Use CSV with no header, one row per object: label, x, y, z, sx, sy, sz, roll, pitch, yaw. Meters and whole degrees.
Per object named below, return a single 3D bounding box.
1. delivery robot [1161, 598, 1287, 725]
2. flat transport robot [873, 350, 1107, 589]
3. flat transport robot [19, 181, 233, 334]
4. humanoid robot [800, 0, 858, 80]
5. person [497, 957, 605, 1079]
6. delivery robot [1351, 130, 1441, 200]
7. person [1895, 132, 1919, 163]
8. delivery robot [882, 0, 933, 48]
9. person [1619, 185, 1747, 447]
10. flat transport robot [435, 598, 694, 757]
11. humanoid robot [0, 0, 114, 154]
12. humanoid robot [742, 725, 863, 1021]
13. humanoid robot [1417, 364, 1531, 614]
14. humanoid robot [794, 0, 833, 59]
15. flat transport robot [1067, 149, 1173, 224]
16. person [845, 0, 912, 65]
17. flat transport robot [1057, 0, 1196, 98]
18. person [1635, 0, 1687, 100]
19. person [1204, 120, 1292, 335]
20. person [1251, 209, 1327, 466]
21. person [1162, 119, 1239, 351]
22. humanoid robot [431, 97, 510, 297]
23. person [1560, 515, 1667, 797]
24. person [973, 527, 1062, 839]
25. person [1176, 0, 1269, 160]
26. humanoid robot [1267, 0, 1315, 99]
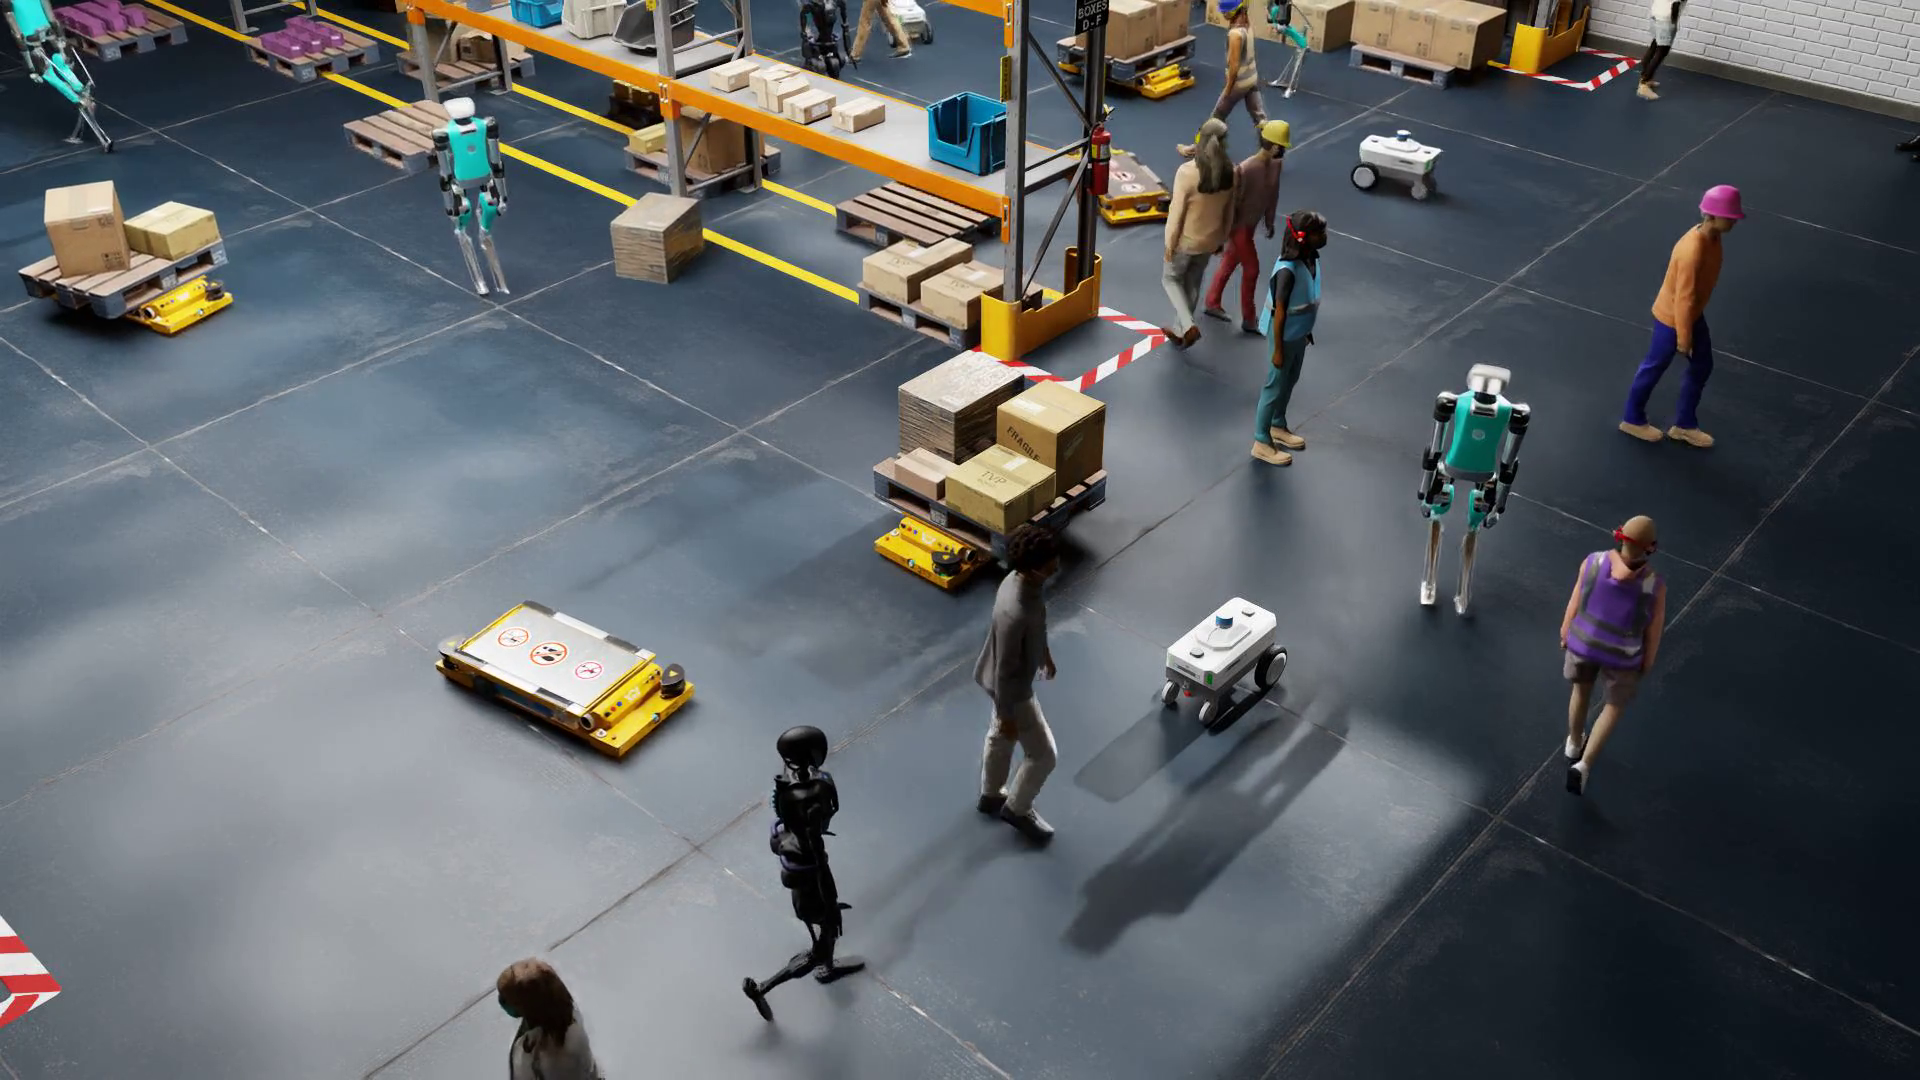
delivery robot,1.506,0.646,9.597,0.499,0.566,0.739,27,43,33
flat transport robot,0.158,-0.172,11.059,0.659,0.231,1.431,27,43,33
flat transport robot,-6.818,-2.060,13.795,1.431,0.231,0.659,16,38,22
humanoid robot,-1.319,-4.819,16.548,0.590,1.657,0.334,-22,40,-29
person,-1.583,2.200,6.432,0.896,1.607,0.529,-10,36,-15
delivery robot,4.132,-3.579,15.743,0.782,0.594,0.499,20,39,26
person,9.557,-4.607,16.016,0.365,1.939,0.542,0,35,0
delivery robot,-0.653,-6.074,19.375,0.499,0.614,0.817,-12,36,-17
person,5.114,-1.496,11.487,0.776,1.959,0.543,27,43,33
flat transport robot,-2.316,0.772,9.692,1.431,0.231,0.659,20,39,26
humanoid robot,-8.727,-4.645,16.281,0.962,1.779,0.555,15,37,20
humanoid robot,-0.743,1.460,7.469,0.619,1.641,0.600,-11,36,-15
humanoid robot,3.033,-0.348,10.000,0.544,1.763,0.718,10,36,14
humanoid robot,-1.584,-6.146,18.362,0.693,1.731,0.542,18,38,24
flat transport robot,1.481,-3.356,15.672,0.659,0.231,1.431,-10,36,-14
person,-0.955,-6.153,18.466,0.867,1.693,0.578,-4,35,-6
flat transport robot,1.826,-5.202,18.347,1.431,0.231,0.659,29,44,35
person,7.478,-5.534,17.590,0.339,1.676,0.600,5,35,7
person,2.324,-2.479,13.123,0.756,1.709,0.525,22,40,29
person,2.260,-1.401,11.446,0.390,1.860,0.509,23,41,30
person,1.832,-2.310,12.761,0.564,1.855,0.535,-12,36,-17
humanoid robot,-4.006,-2.807,13.574,0.540,1.770,0.731,-20,39,-26
person,3.364,0.596,8.710,0.496,1.674,0.615,22,40,29
person,0.338,0.722,8.341,0.570,1.879,0.574,4,35,6
person,2.618,-4.381,15.907,1.026,1.679,0.480,17,38,22
humanoid robot,3.523,-5.593,17.575,0.758,1.732,0.540,-3,35,-5
